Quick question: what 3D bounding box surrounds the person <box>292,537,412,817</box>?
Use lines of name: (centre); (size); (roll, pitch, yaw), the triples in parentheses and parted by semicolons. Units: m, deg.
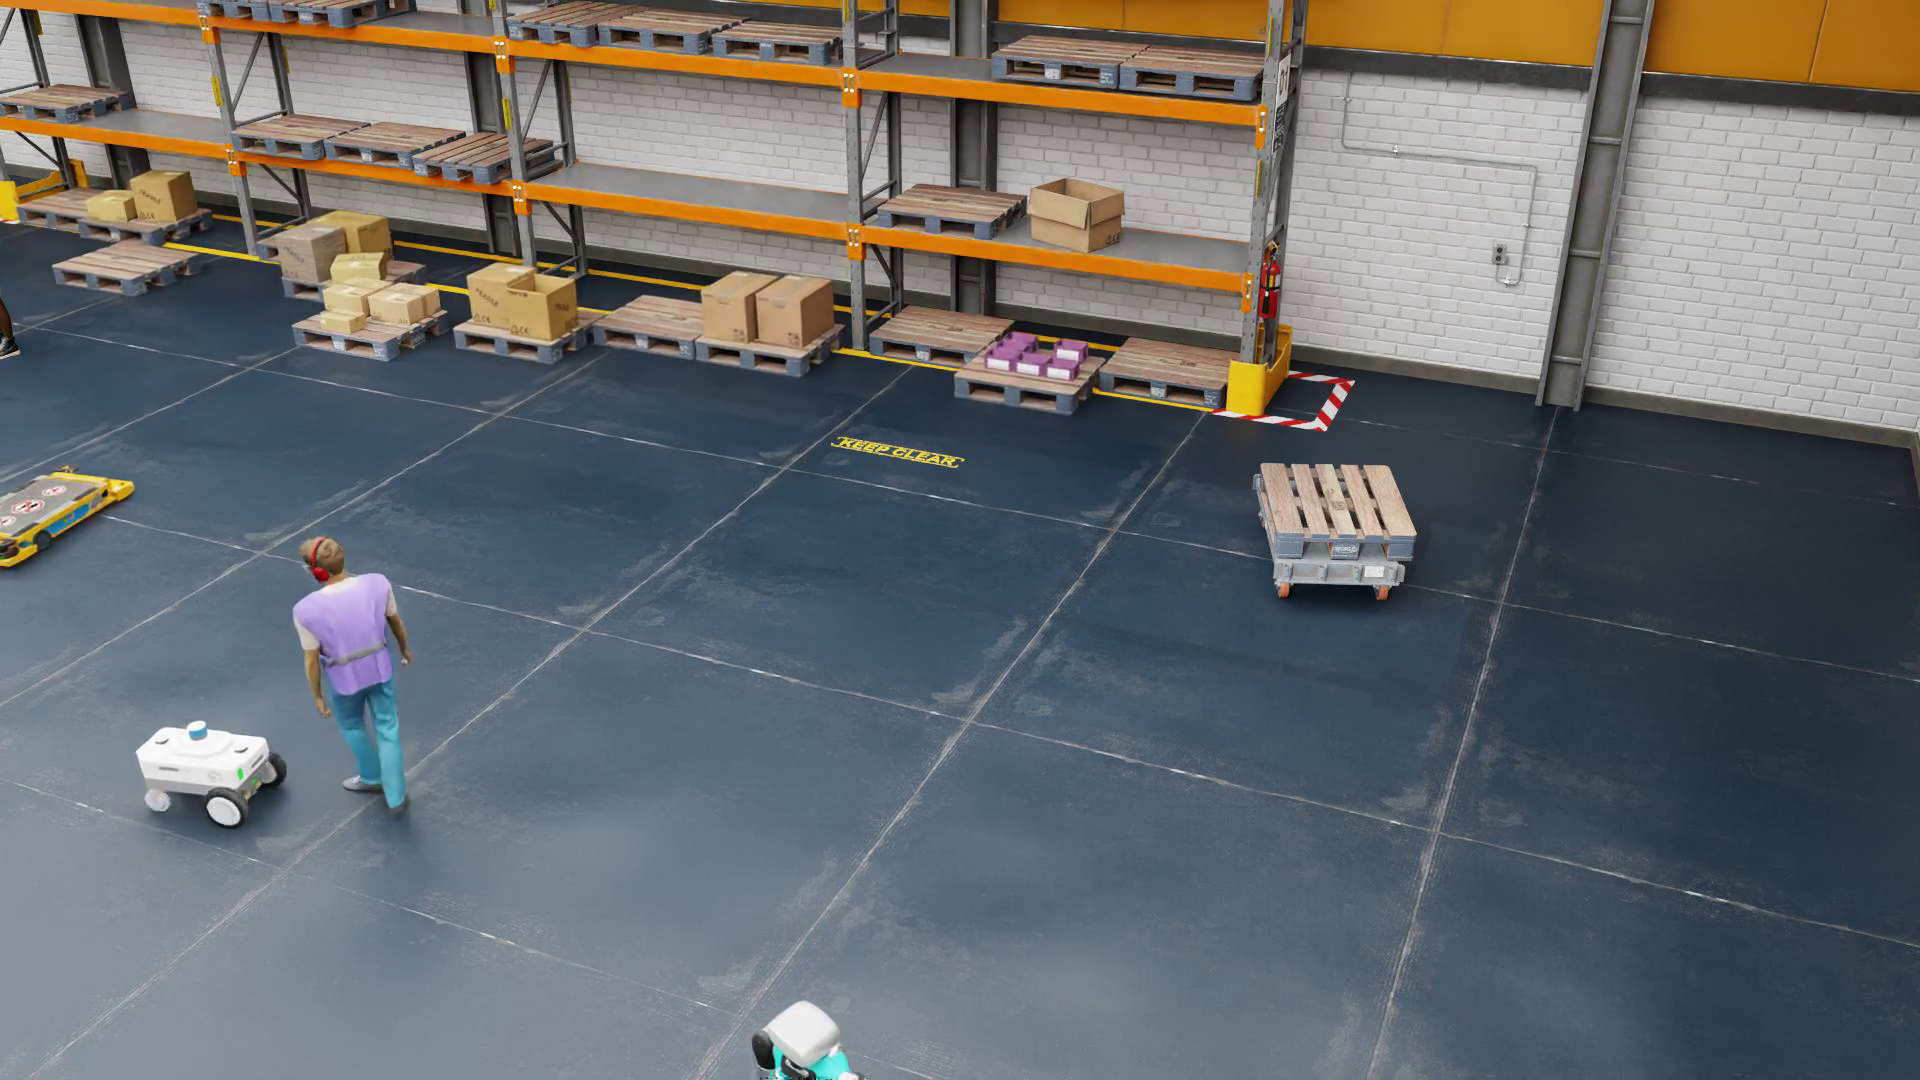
person: (-3.495, 0.773, 9.743); (0.679, 1.816, 0.546); (-19, 33, -32)

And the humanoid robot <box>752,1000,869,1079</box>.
humanoid robot: (-0.731, 2.666, 6.281); (0.533, 1.880, 0.811); (20, 33, 33)

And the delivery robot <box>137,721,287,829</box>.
delivery robot: (-4.501, 1.366, 9.974); (0.791, 0.598, 0.499); (5, 28, 9)

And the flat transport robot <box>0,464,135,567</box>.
flat transport robot: (-7.388, -0.206, 13.330); (0.659, 0.231, 1.431); (7, 28, 13)

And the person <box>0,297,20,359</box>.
person: (-9.718, -2.755, 16.433); (0.376, 1.958, 0.601); (-19, 33, -33)
